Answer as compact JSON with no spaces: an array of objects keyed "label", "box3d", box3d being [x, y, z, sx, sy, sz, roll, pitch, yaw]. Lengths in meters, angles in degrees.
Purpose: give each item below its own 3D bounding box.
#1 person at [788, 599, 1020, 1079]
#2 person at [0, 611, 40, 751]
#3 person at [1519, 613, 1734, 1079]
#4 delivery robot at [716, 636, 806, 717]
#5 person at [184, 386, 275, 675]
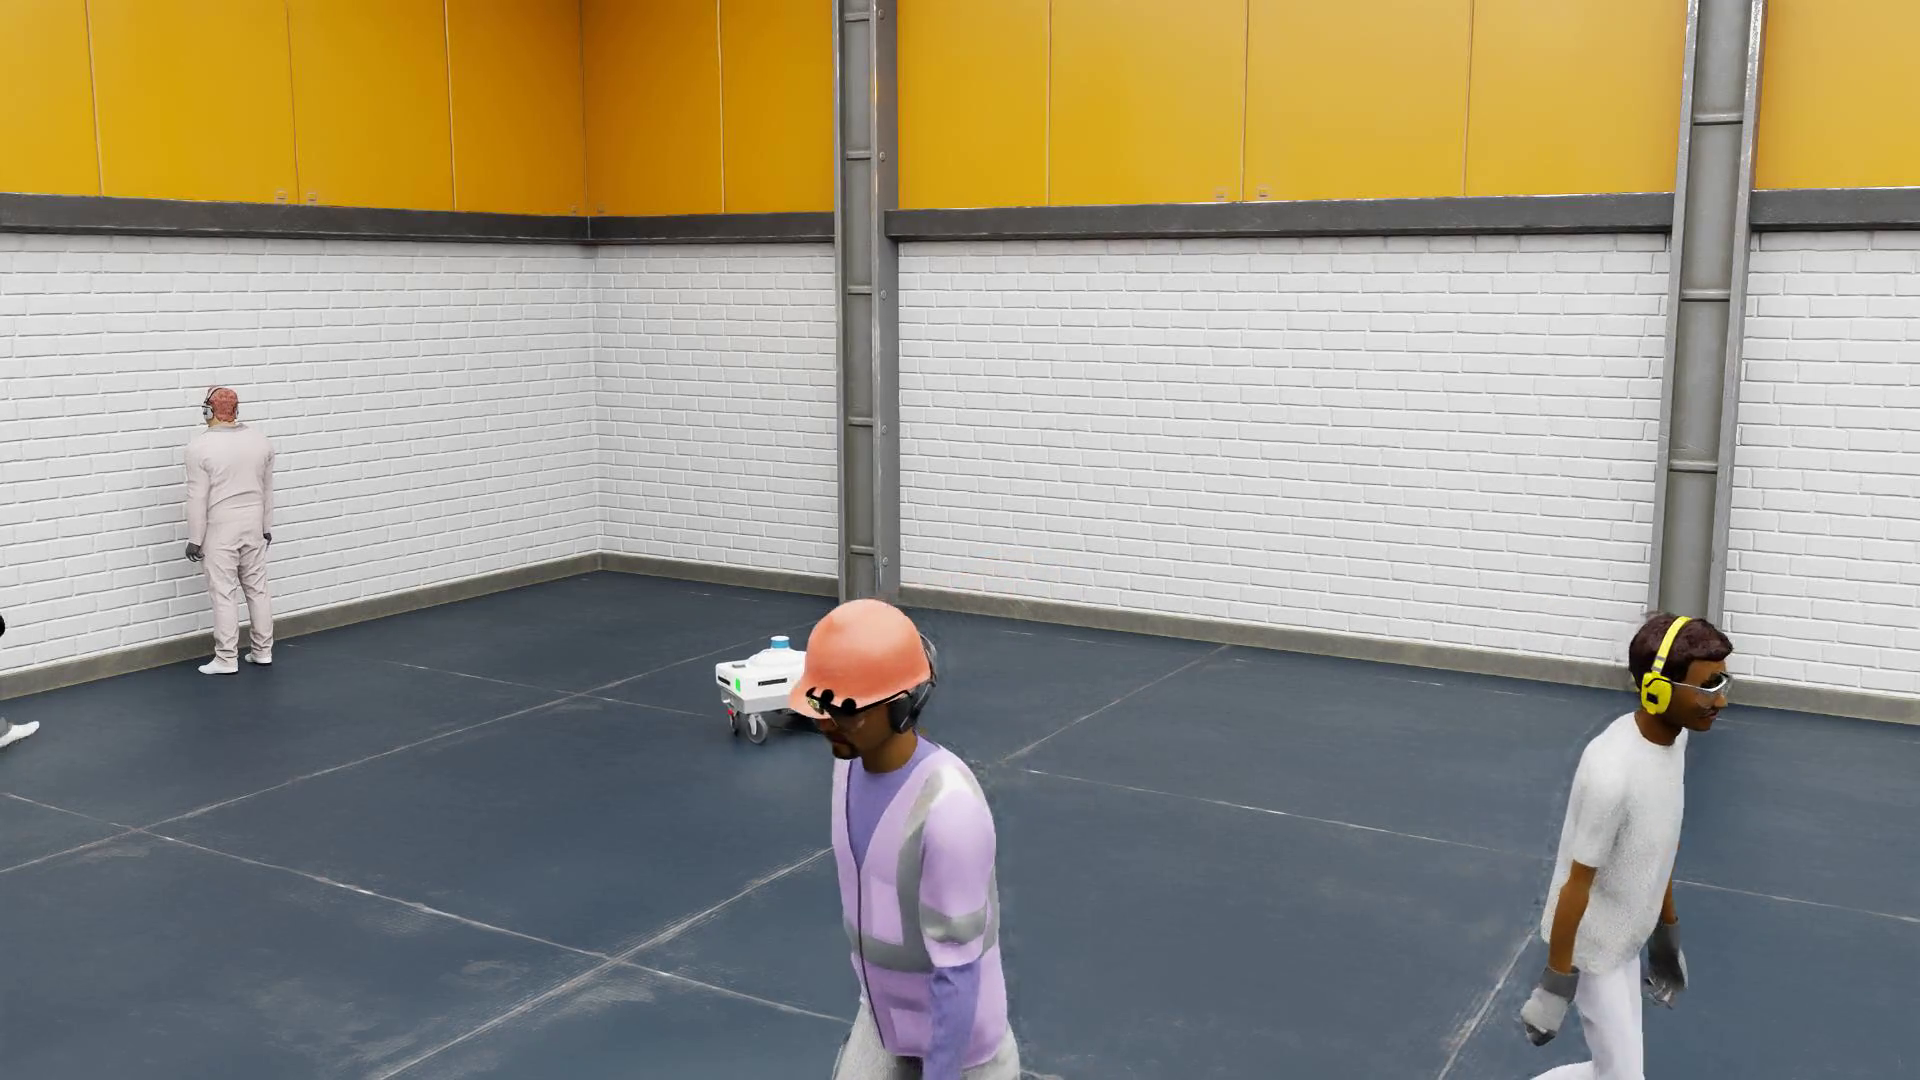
[{"label":"person","box3d":[-0.114,1.079,3.755,1.069,1.957,0.608,-7,11,-36]},{"label":"person","box3d":[-5.401,0.310,8.819,0.610,1.871,1.012,4,10,24]},{"label":"person","box3d":[1.596,1.054,4.300,0.664,1.831,0.528,7,11,36]},{"label":"delivery robot","box3d":[-1.036,0.797,9.578,0.707,0.478,0.477,-5,10,-30]},{"label":"person","box3d":[-4.852,-0.063,11.031,0.408,1.908,0.643,5,10,28]}]
